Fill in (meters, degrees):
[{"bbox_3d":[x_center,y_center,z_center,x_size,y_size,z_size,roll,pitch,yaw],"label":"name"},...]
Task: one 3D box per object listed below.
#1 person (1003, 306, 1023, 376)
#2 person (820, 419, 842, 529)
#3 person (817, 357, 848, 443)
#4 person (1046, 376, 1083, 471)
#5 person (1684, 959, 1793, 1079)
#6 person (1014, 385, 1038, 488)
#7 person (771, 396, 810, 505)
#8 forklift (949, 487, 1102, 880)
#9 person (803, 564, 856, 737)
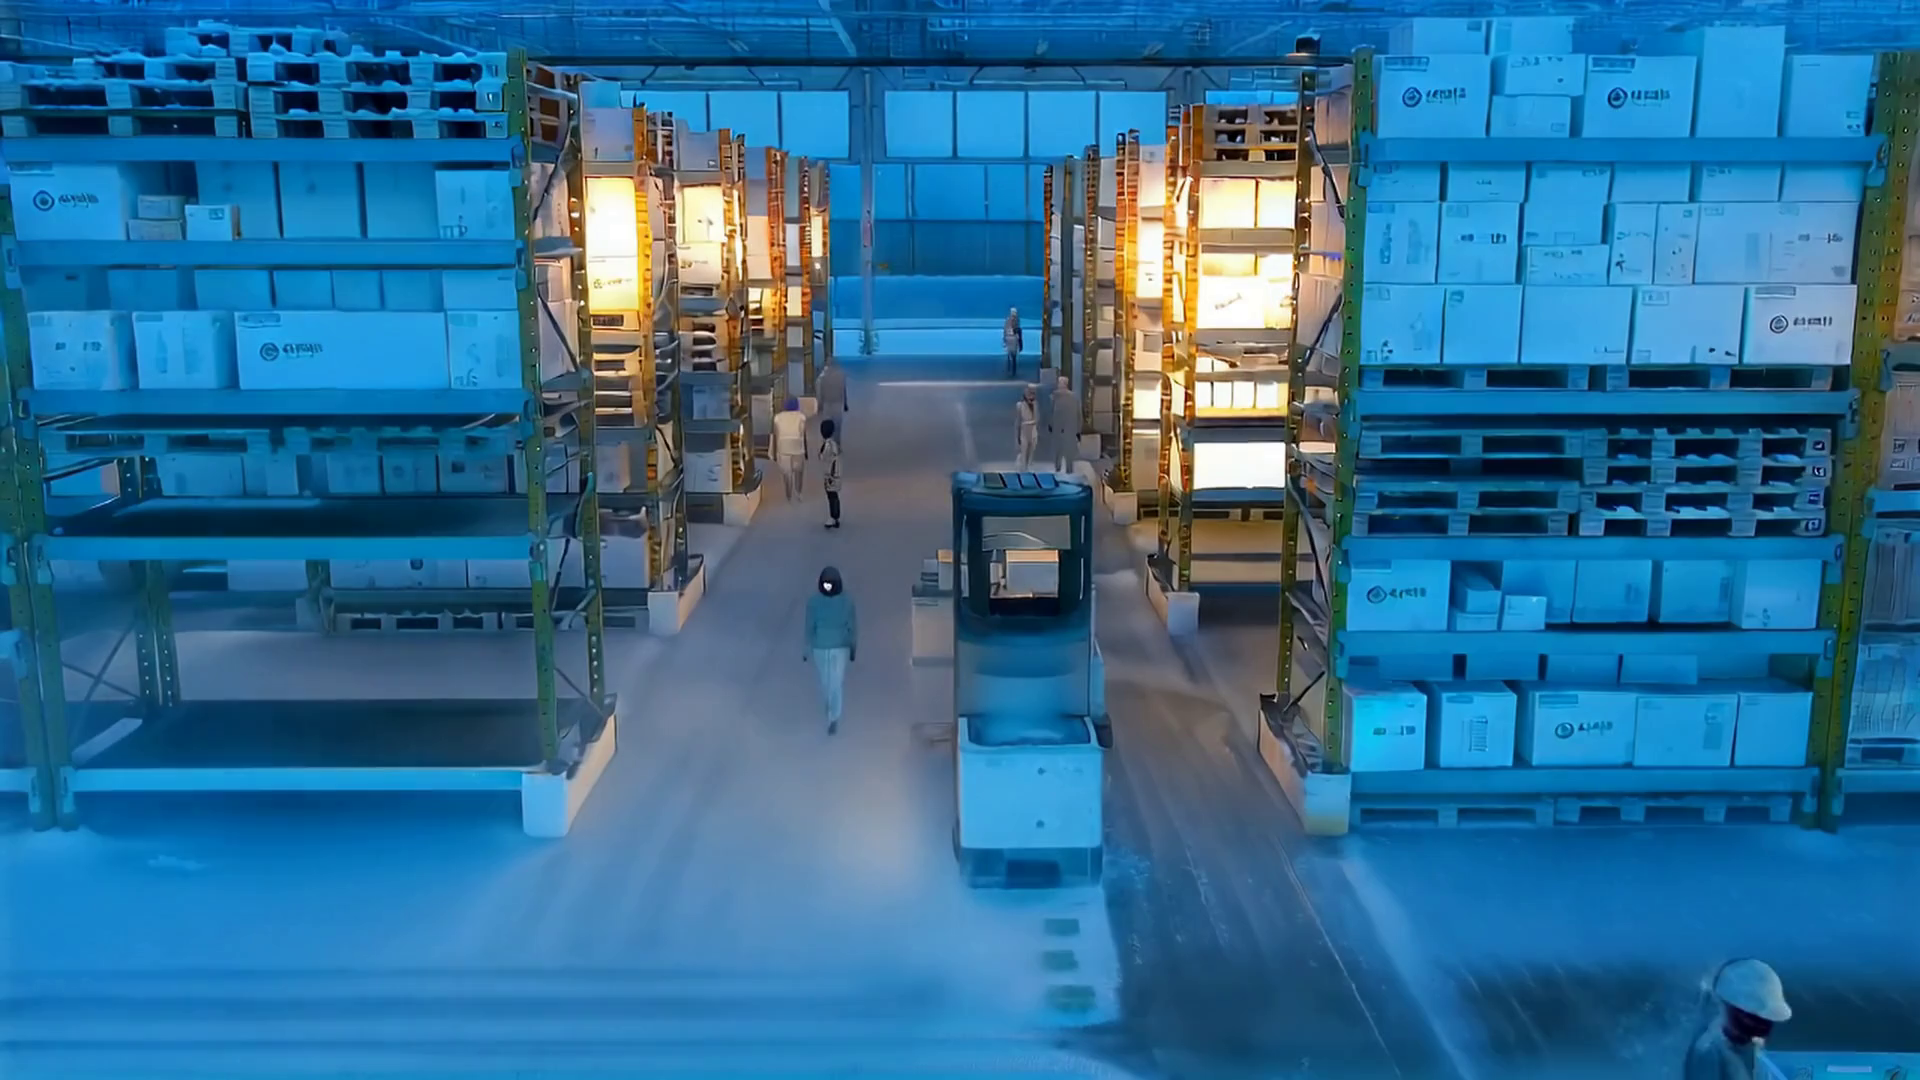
[{"bbox_3d":[1.554,-5.835,48.732,0.605,2.034,0.391,4,12,20],"label":"person"},{"bbox_3d":[-2.010,-1.031,25.778,0.317,1.691,0.535,-4,12,-21],"label":"person"},{"bbox_3d":[-2.613,-2.812,34.109,0.653,1.893,0.475,0,11,1],"label":"person"},{"bbox_3d":[1.908,-2.054,30.431,0.685,1.868,0.861,0,11,1],"label":"person"},{"bbox_3d":[3.277,2.663,6.963,0.575,1.885,0.980,-10,15,-39],"label":"person"},{"bbox_3d":[1.159,-1.801,29.209,0.389,1.842,0.566,8,14,33],"label":"person"},{"bbox_3d":[-2.810,-1.485,27.671,0.633,1.824,0.461,-1,11,-5],"label":"person"},{"bbox_3d":[0.495,0.986,12.813,1.129,2.768,1.873,0,11,-2],"label":"forklift"},{"bbox_3d":[-1.232,1.001,15.909,0.503,1.612,0.744,1,11,7],"label":"person"}]
